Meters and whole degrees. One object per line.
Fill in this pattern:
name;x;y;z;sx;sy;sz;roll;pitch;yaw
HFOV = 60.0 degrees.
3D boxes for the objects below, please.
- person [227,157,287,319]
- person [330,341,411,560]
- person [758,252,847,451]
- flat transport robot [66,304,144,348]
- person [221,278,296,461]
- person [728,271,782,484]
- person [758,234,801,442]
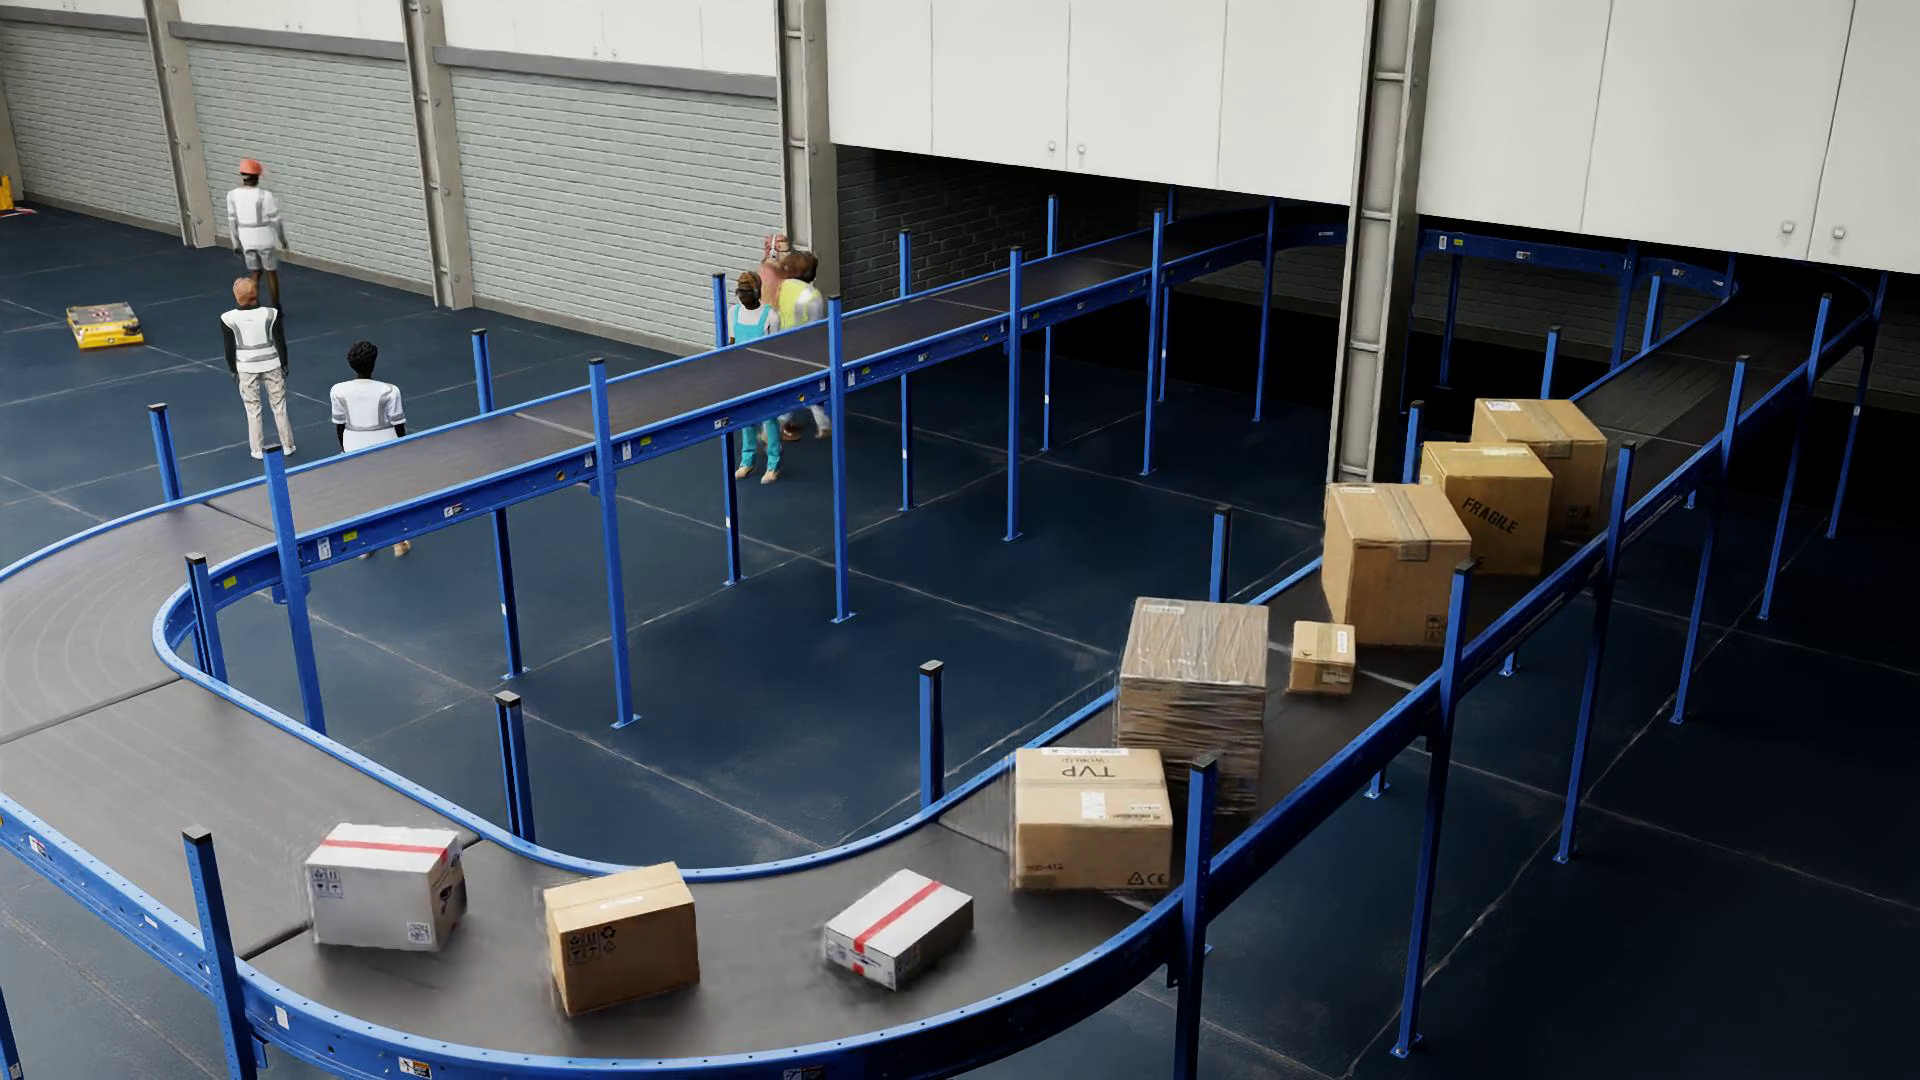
person;-8.207;-3.504;19.490;0.573;1.929;0.450;3;22;8
person;-4.436;-0.668;12.583;0.535;1.690;0.319;-2;22;-5
person;-1.460;-1.712;15.086;0.974;1.802;0.625;-15;26;-34
flat transport robot;-9.841;-2.489;19.110;0.652;0.197;1.431;-12;25;-29
person;-6.236;-1.518;14.798;0.514;1.645;0.308;-10;24;-24
person;-1.743;-1.385;14.189;0.509;1.844;0.329;10;23;23
person;-1.657;-1.870;15.339;0.406;1.906;0.654;-2;22;-4
